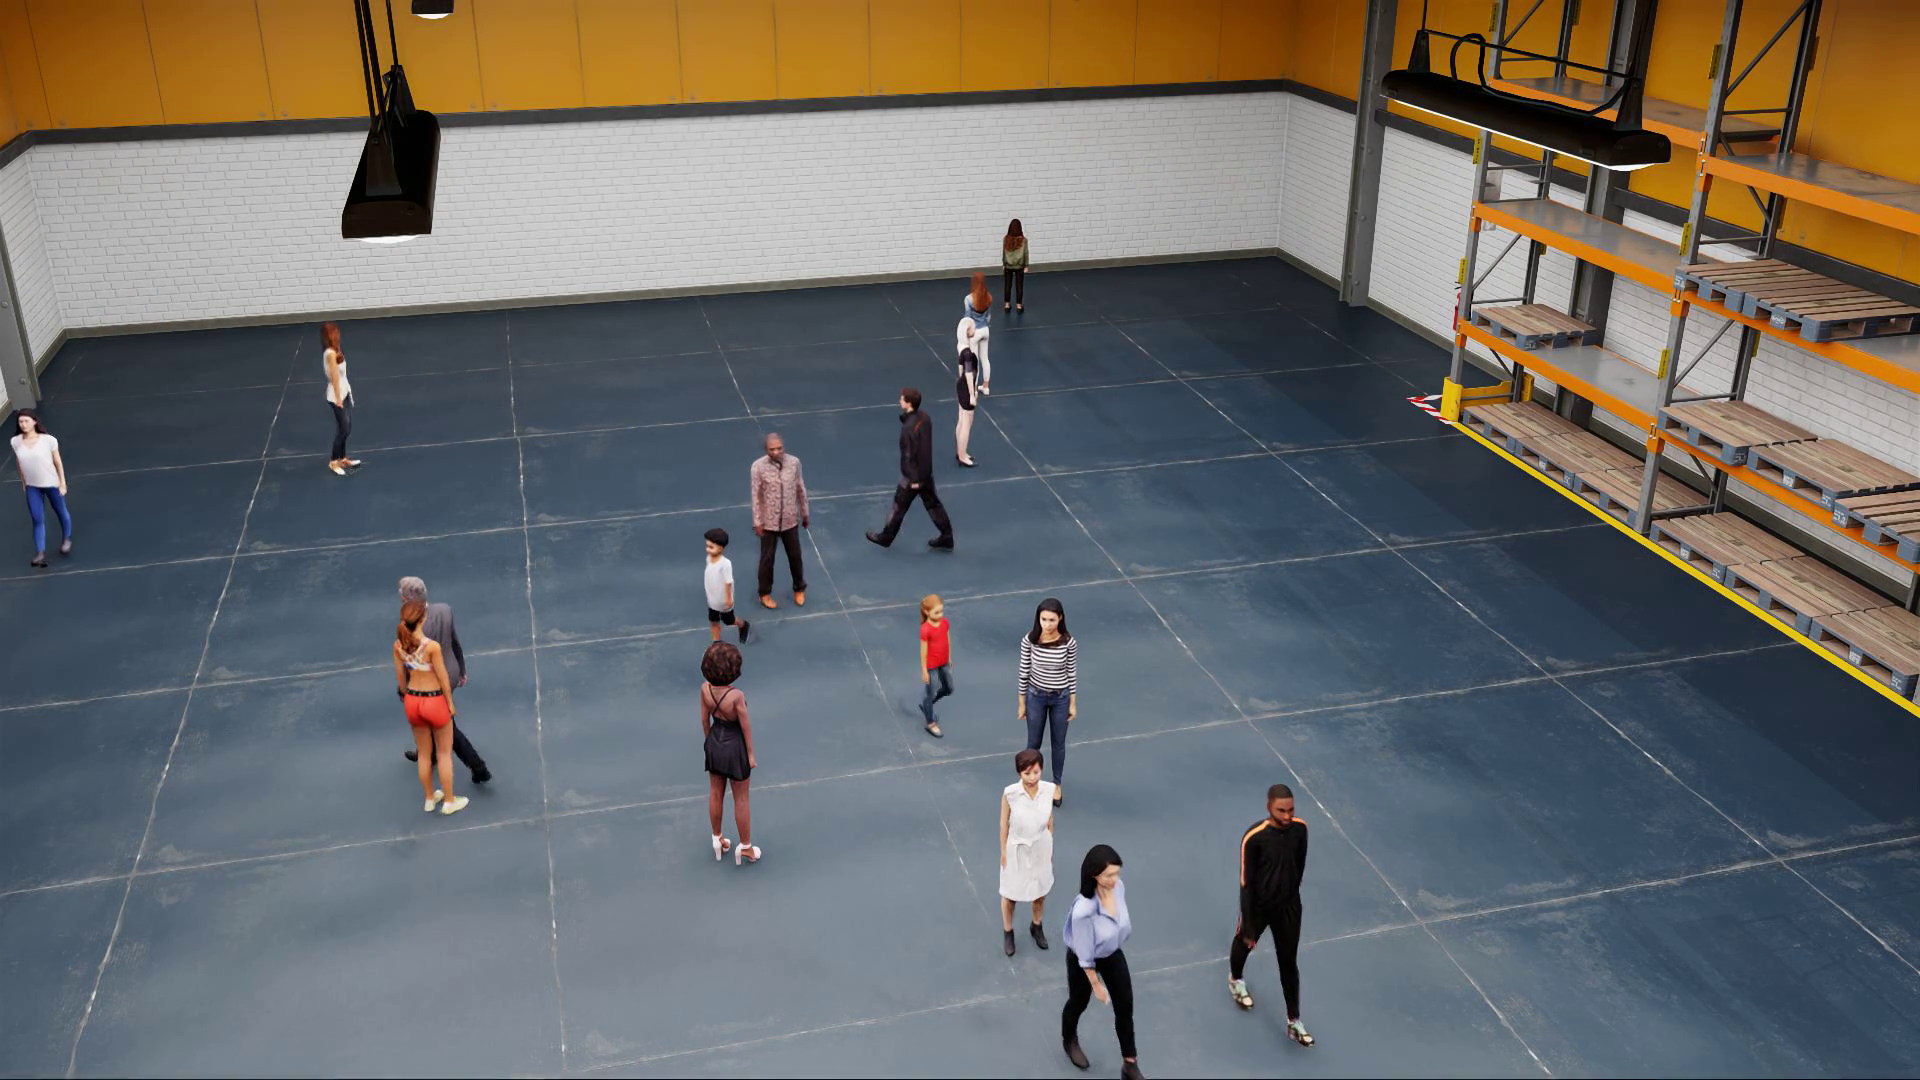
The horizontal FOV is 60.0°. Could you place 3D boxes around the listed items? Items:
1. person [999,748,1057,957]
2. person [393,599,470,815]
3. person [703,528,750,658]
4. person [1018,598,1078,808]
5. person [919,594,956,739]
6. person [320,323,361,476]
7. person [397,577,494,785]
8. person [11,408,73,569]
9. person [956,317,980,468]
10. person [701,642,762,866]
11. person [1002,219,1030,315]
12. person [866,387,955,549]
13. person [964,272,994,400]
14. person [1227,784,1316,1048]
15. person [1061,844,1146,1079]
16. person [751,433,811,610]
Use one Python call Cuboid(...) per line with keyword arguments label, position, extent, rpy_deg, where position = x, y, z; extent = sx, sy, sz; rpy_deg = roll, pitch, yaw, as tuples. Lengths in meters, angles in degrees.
Cuboid(label="person", position=(0.454, 2.099, 11.290), extent=(0.553, 1.556, 0.514), rpy_deg=(-7, 25, -15))
Cuboid(label="person", position=(-4.121, 1.287, 12.845), extent=(0.668, 1.799, 0.675), rpy_deg=(5, 24, 11))
Cuboid(label="person", position=(-2.179, 0.469, 15.400), extent=(0.774, 1.252, 0.801), rpy_deg=(17, 29, 34))
Cuboid(label="person", position=(0.686, 1.266, 12.897), extent=(0.656, 1.795, 0.607), rpy_deg=(1, 24, 3))
Cuboid(label="person", position=(-0.256, 1.031, 14.055), extent=(0.612, 1.298, 0.674), rpy_deg=(-22, 32, -40))
Cuboid(label="person", position=(-7.382, -1.672, 19.648), extent=(0.790, 1.772, 0.579), rpy_deg=(-4, 24, -10))
Cuboid(label="person", position=(-4.099, 1.157, 13.161), extent=(1.301, 1.783, 1.262), rpy_deg=(13, 27, 27))
Cuboid(label="person", position=(-9.480, -0.570, 17.285), extent=(0.663, 1.645, 1.065), rpy_deg=(-5, 24, -11))
Cuboid(label="person", position=(0.063, -1.759, 19.772), extent=(0.630, 1.832, 0.423), rpy_deg=(-6, 24, -13))
Cuboid(label="person", position=(-1.707, 1.570, 12.210), extent=(0.660, 1.788, 0.712), rpy_deg=(11, 26, 24))
Cuboid(label="person", position=(0.847, -4.289, 26.006), extent=(0.642, 1.475, 0.636), rpy_deg=(4, 24, 9))
Cuboid(label="person", position=(-0.365, -0.696, 17.397), extent=(1.197, 1.787, 1.231), rpy_deg=(8, 25, 18))
Cuboid(label="person", position=(0.243, -2.740, 22.178), extent=(0.686, 1.703, 0.662), rpy_deg=(-18, 30, -36))
Cuboid(label="person", position=(1.930, 2.271, 10.631), extent=(0.708, 1.770, 1.067), rpy_deg=(-7, 25, -15))
Cuboid(label="person", position=(0.749, 2.536, 10.092), extent=(0.879, 1.715, 1.035), rpy_deg=(-19, 30, -37))
Cuboid(label="person", position=(-1.808, -0.219, 16.291), extent=(0.747, 1.799, 0.648), rpy_deg=(-12, 26, -25))
